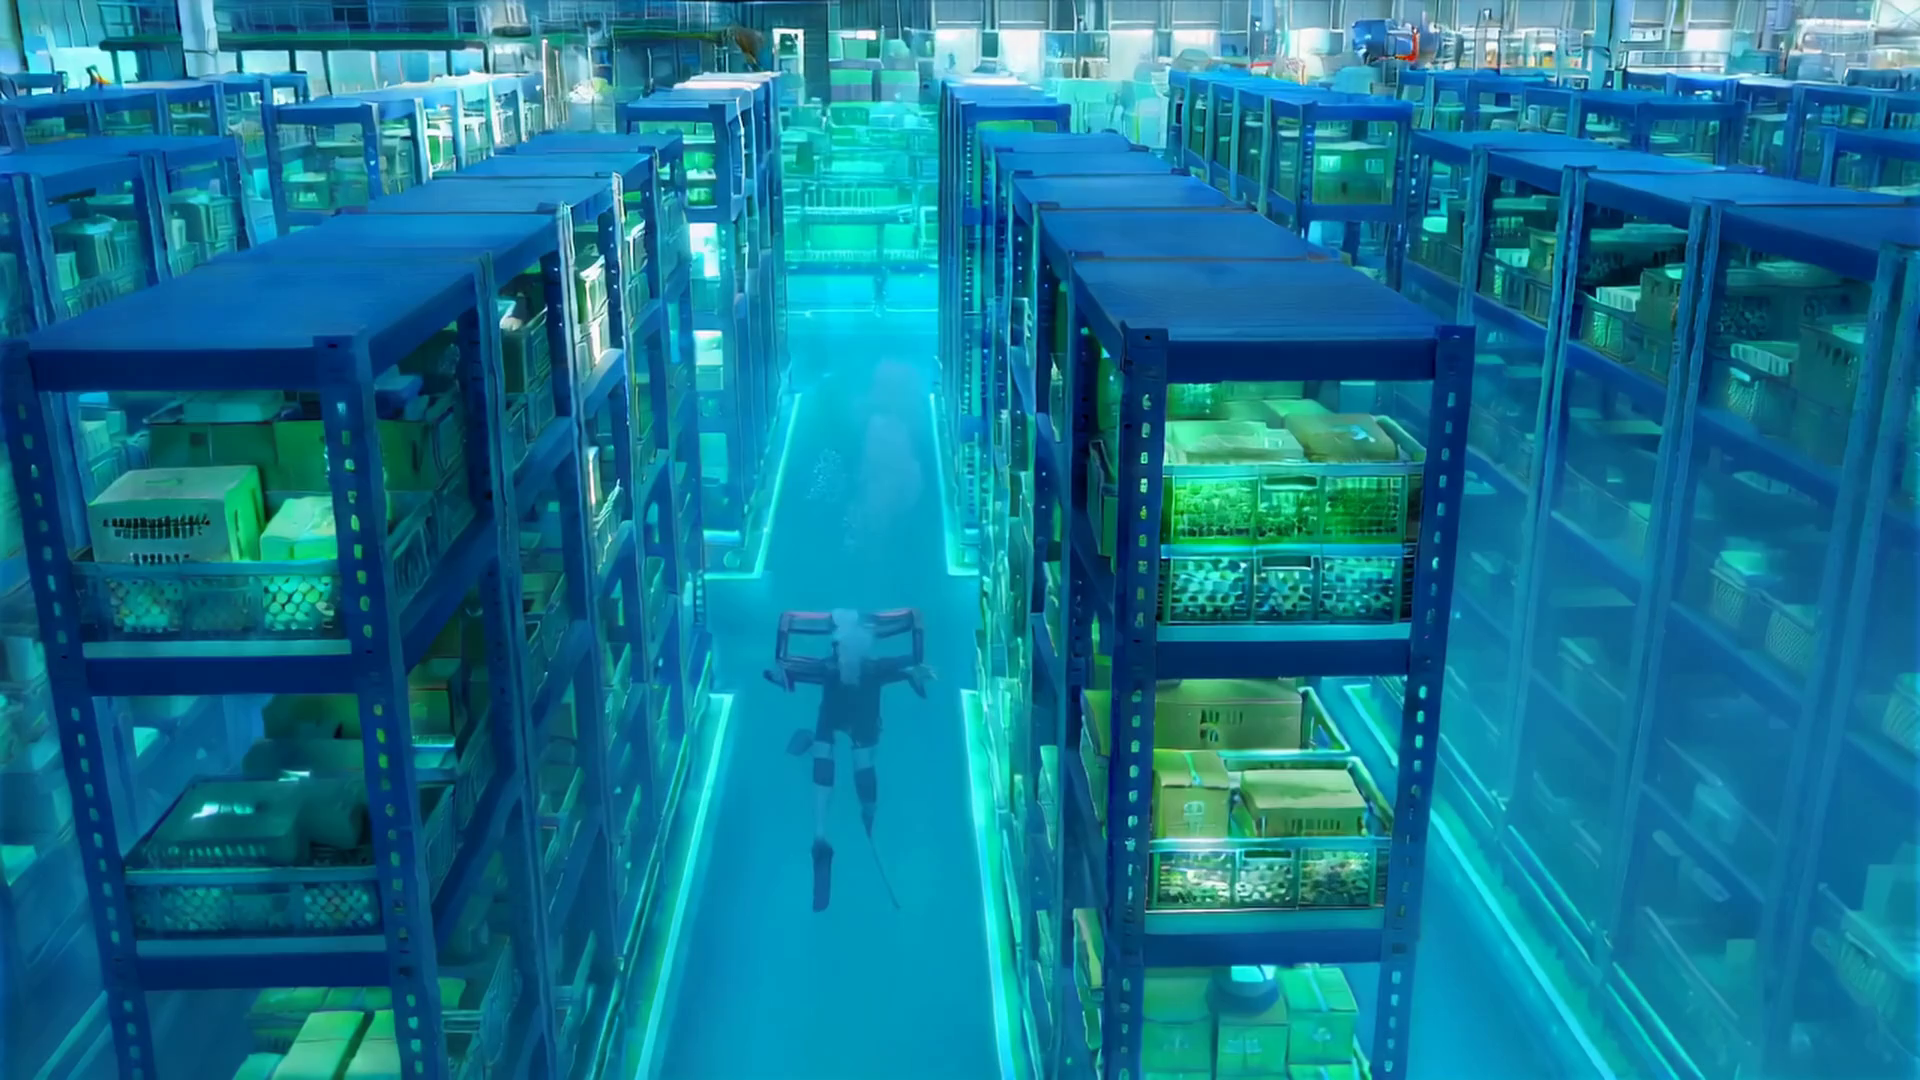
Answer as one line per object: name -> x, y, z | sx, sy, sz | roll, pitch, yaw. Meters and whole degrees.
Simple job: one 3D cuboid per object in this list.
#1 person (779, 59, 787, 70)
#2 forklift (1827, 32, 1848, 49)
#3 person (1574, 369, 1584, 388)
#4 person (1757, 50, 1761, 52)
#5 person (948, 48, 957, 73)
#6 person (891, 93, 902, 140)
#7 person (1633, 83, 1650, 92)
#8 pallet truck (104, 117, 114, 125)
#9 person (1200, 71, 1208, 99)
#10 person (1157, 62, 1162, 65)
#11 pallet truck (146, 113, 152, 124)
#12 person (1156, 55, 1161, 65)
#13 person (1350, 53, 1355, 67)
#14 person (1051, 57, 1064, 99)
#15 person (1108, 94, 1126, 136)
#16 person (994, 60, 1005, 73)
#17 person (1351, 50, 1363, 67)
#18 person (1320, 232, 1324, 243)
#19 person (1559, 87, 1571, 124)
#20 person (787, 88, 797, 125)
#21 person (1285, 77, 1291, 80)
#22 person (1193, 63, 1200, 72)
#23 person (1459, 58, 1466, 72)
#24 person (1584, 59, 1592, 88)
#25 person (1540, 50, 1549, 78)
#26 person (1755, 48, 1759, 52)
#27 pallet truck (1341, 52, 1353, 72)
person -> -9.647, -25.667, 90.214 | 0.542, 1.929, 0.368 | 8, 20, 24
forklift -> 46.023, -25.321, 87.619 | 1.129, 2.768, 1.873 | -1, 18, -2
person -> 4.274, -0.341, 11.968 | 0.567, 1.849, 0.389 | -13, 22, -35
person -> 42.070, -24.897, 87.855 | 0.633, 1.919, 0.738 | 9, 20, 25
person -> -0.388, -25.655, 90.180 | 0.668, 1.924, 0.607 | 17, 24, 42
person -> -1.859, -12.347, 49.274 | 0.329, 1.761, 0.527 | -6, 19, -19
person -> 24.425, -15.856, 59.792 | 0.367, 1.967, 0.602 | -13, 22, -35
pallet truck -> -18.367, -7.885, 35.078 | 1.885, 1.965, 0.823 | 1, 18, 2
person -> 8.425, -15.200, 57.645 | 0.684, 2.000, 0.535 | -1, 18, -4
person -> 8.921, -20.358, 73.991 | 0.879, 1.814, 0.638 | -7, 19, -21
pallet truck -> -18.087, -8.309, 36.390 | 1.885, 1.965, 0.823 | -1, 18, -4
person -> 10.241, -24.158, 85.916 | 0.319, 1.697, 0.533 | -2, 18, -6
person -> 20.833, -24.937, 88.222 | 0.329, 1.765, 0.533 | 11, 21, 32
person -> 4.530, -21.442, 77.176 | 0.583, 1.909, 0.597 | -16, 24, -40
person -> 4.358, -11.400, 46.158 | 0.521, 1.873, 0.336 | 8, 20, 24
person -> 1.752, -20.962, 75.864 | 0.639, 1.789, 0.957 | 13, 22, 36
person -> 20.251, -23.977, 84.932 | 0.642, 1.972, 0.476 | 14, 22, 36
person -> 3.784, -2.440, 18.231 | 0.611, 1.996, 0.379 | -8, 20, -24
person -> 19.806, -13.907, 54.226 | 0.612, 1.683, 0.538 | 14, 23, 37
person -> -6.140, -16.109, 60.731 | 0.438, 1.871, 0.592 | 3, 18, 11
person -> 10.981, -14.530, 55.787 | 0.598, 1.907, 0.480 | 13, 22, 34
person -> 9.294, -17.767, 65.612 | 0.601, 2.035, 0.412 | 4, 18, 12
person -> 24.348, -22.566, 80.950 | 0.701, 1.720, 0.501 | -1, 18, -5
person -> 28.535, -20.971, 75.817 | 0.336, 1.844, 0.510 | -7, 19, -22
person -> 31.706, -25.594, 90.112 | 0.915, 1.845, 0.591 | -3, 18, -8
person -> 43.498, -25.941, 91.053 | 0.552, 1.932, 0.377 | 1, 18, 4
pallet truck -> 18.794, -23.123, 82.231 | 0.823, 1.965, 1.885 | -13, 22, -35
